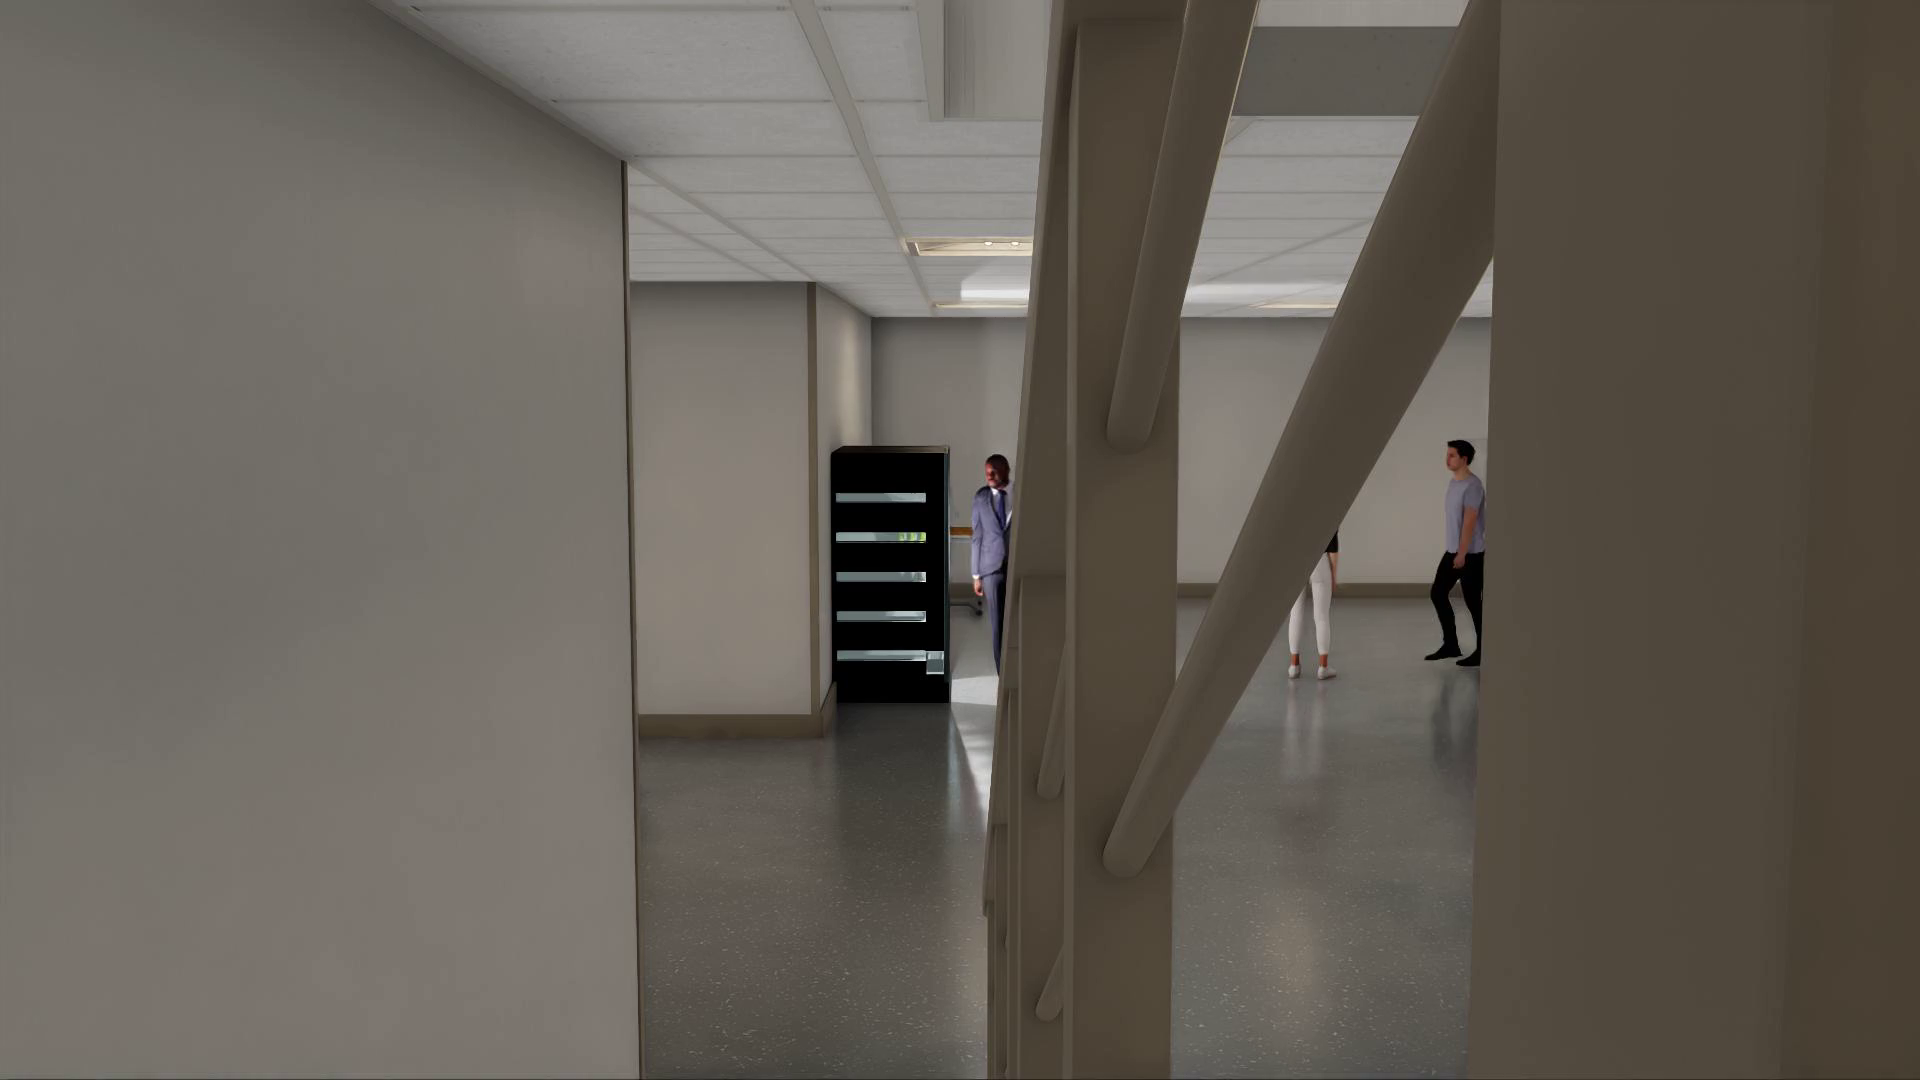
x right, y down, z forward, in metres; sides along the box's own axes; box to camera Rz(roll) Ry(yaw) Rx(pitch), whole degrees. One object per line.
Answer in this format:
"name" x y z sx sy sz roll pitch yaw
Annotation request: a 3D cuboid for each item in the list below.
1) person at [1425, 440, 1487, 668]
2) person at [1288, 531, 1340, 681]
"person" 4.227 0.118 13.603 0.798 1.847 0.718 -1 6 -12
"person" 2.764 0.238 13.136 0.658 1.703 0.643 2 6 23
